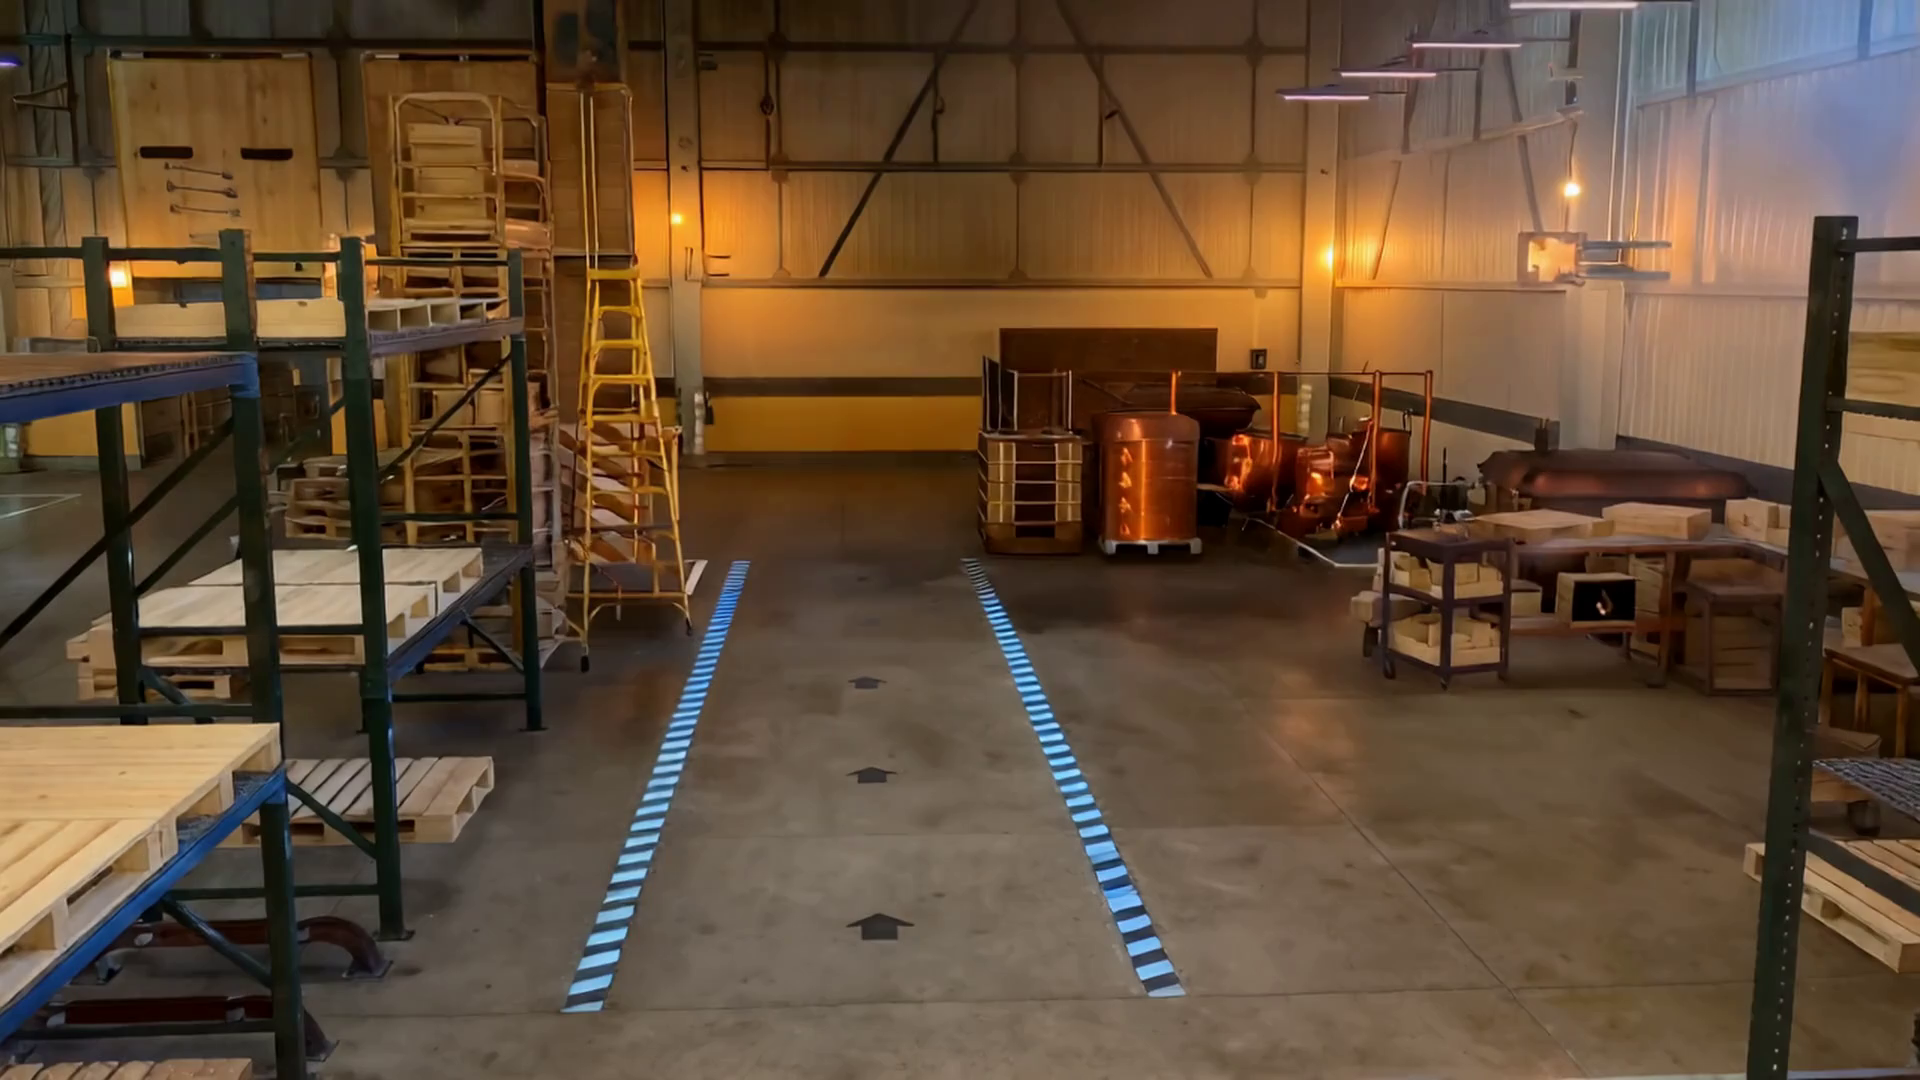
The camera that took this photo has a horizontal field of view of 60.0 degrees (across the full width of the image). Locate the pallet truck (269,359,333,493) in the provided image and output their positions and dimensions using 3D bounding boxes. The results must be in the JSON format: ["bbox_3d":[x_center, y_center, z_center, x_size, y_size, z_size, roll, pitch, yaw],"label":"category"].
[{"bbox_3d":[-7.062,-1.131,18.996,1.885,1.965,0.823,2,9,13],"label":"pallet truck"}]

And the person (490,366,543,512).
[{"bbox_3d":[-5.161,-1.115,19.150,0.783,1.910,0.572,9,13,44],"label":"person"}]
